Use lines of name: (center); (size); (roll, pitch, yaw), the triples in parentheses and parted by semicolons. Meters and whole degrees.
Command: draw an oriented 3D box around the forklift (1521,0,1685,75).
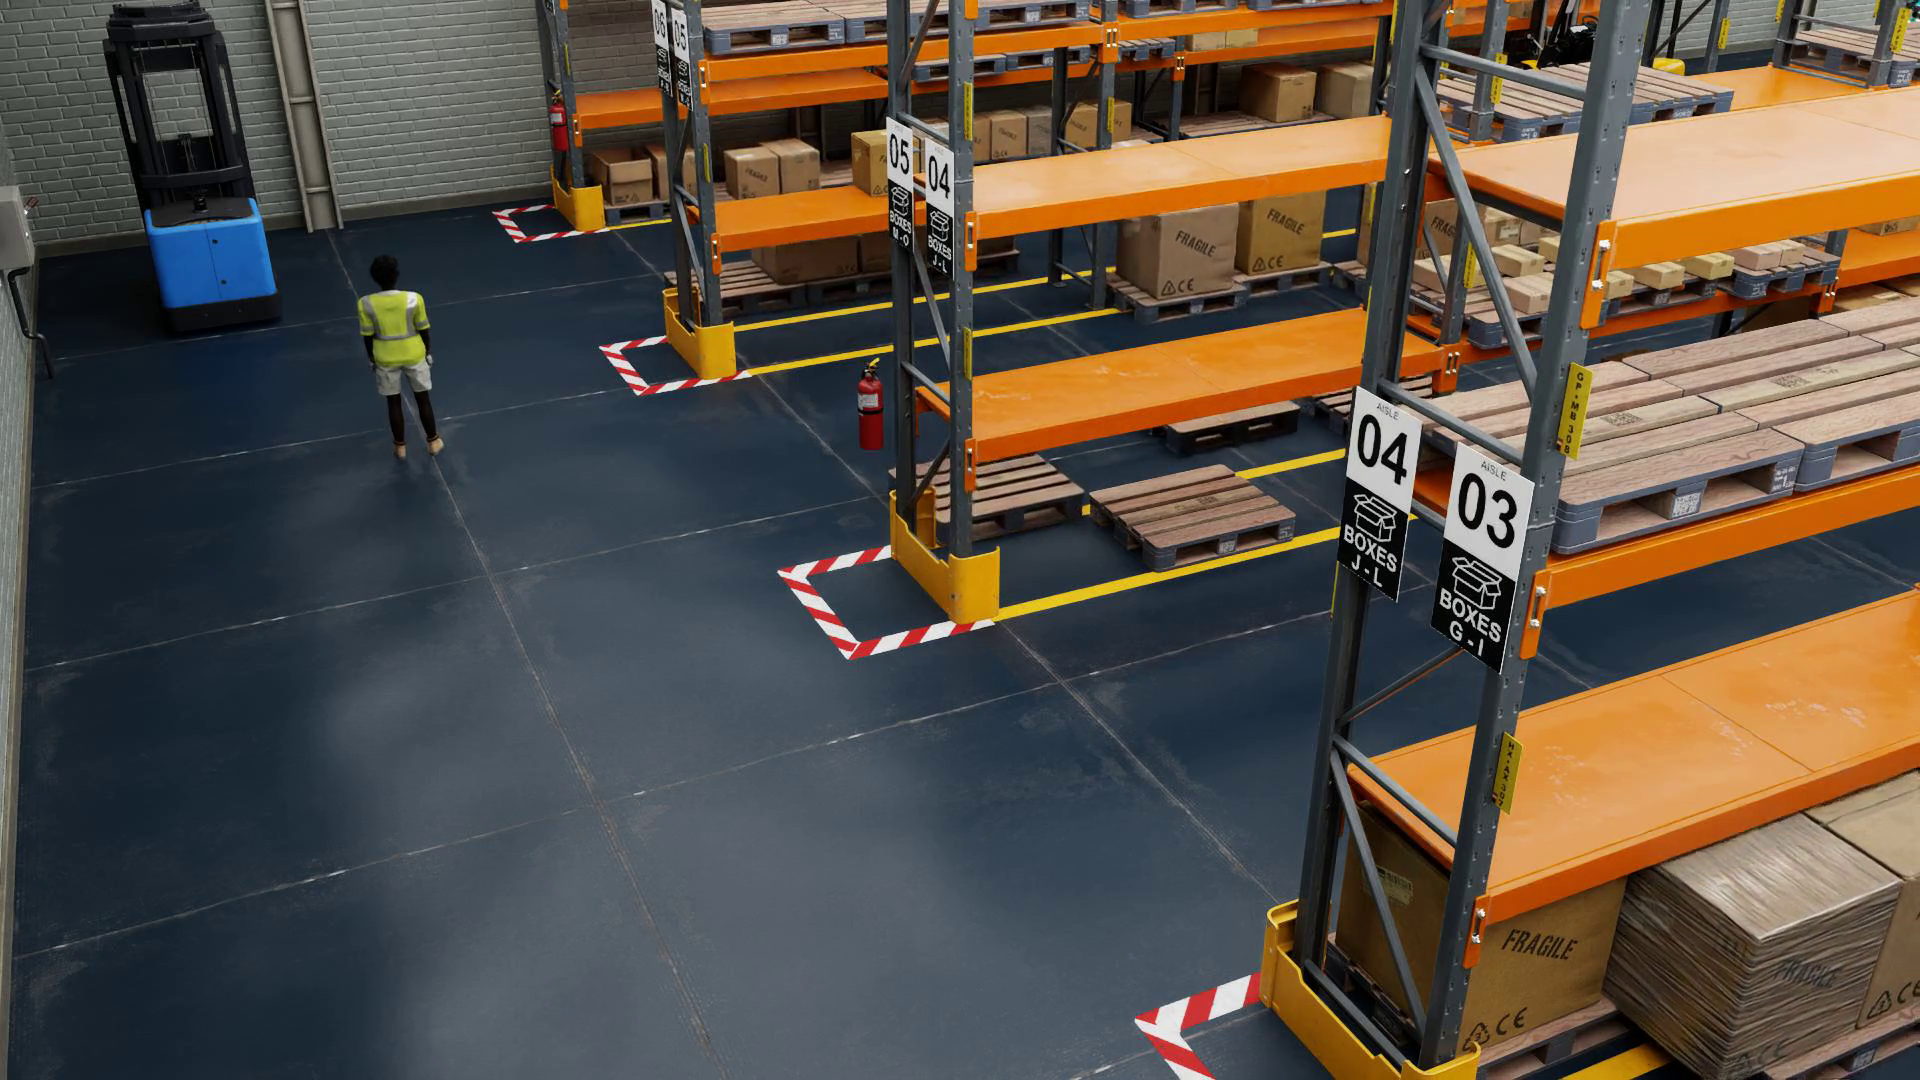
forklift: (8.950, -6.807, 23.056); (1.214, 2.155, 2.313); (-12, 30, -22)

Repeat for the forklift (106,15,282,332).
forklift: (-7.548, -3.672, 16.323); (1.129, 2.768, 1.873); (-12, 30, -22)

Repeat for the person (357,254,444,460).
person: (-4.491, -1.458, 13.338); (0.534, 1.698, 0.322); (-7, 28, -13)

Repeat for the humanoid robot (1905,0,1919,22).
humanoid robot: (14.821, -8.183, 26.253); (0.531, 1.860, 0.764); (-13, 30, -23)
